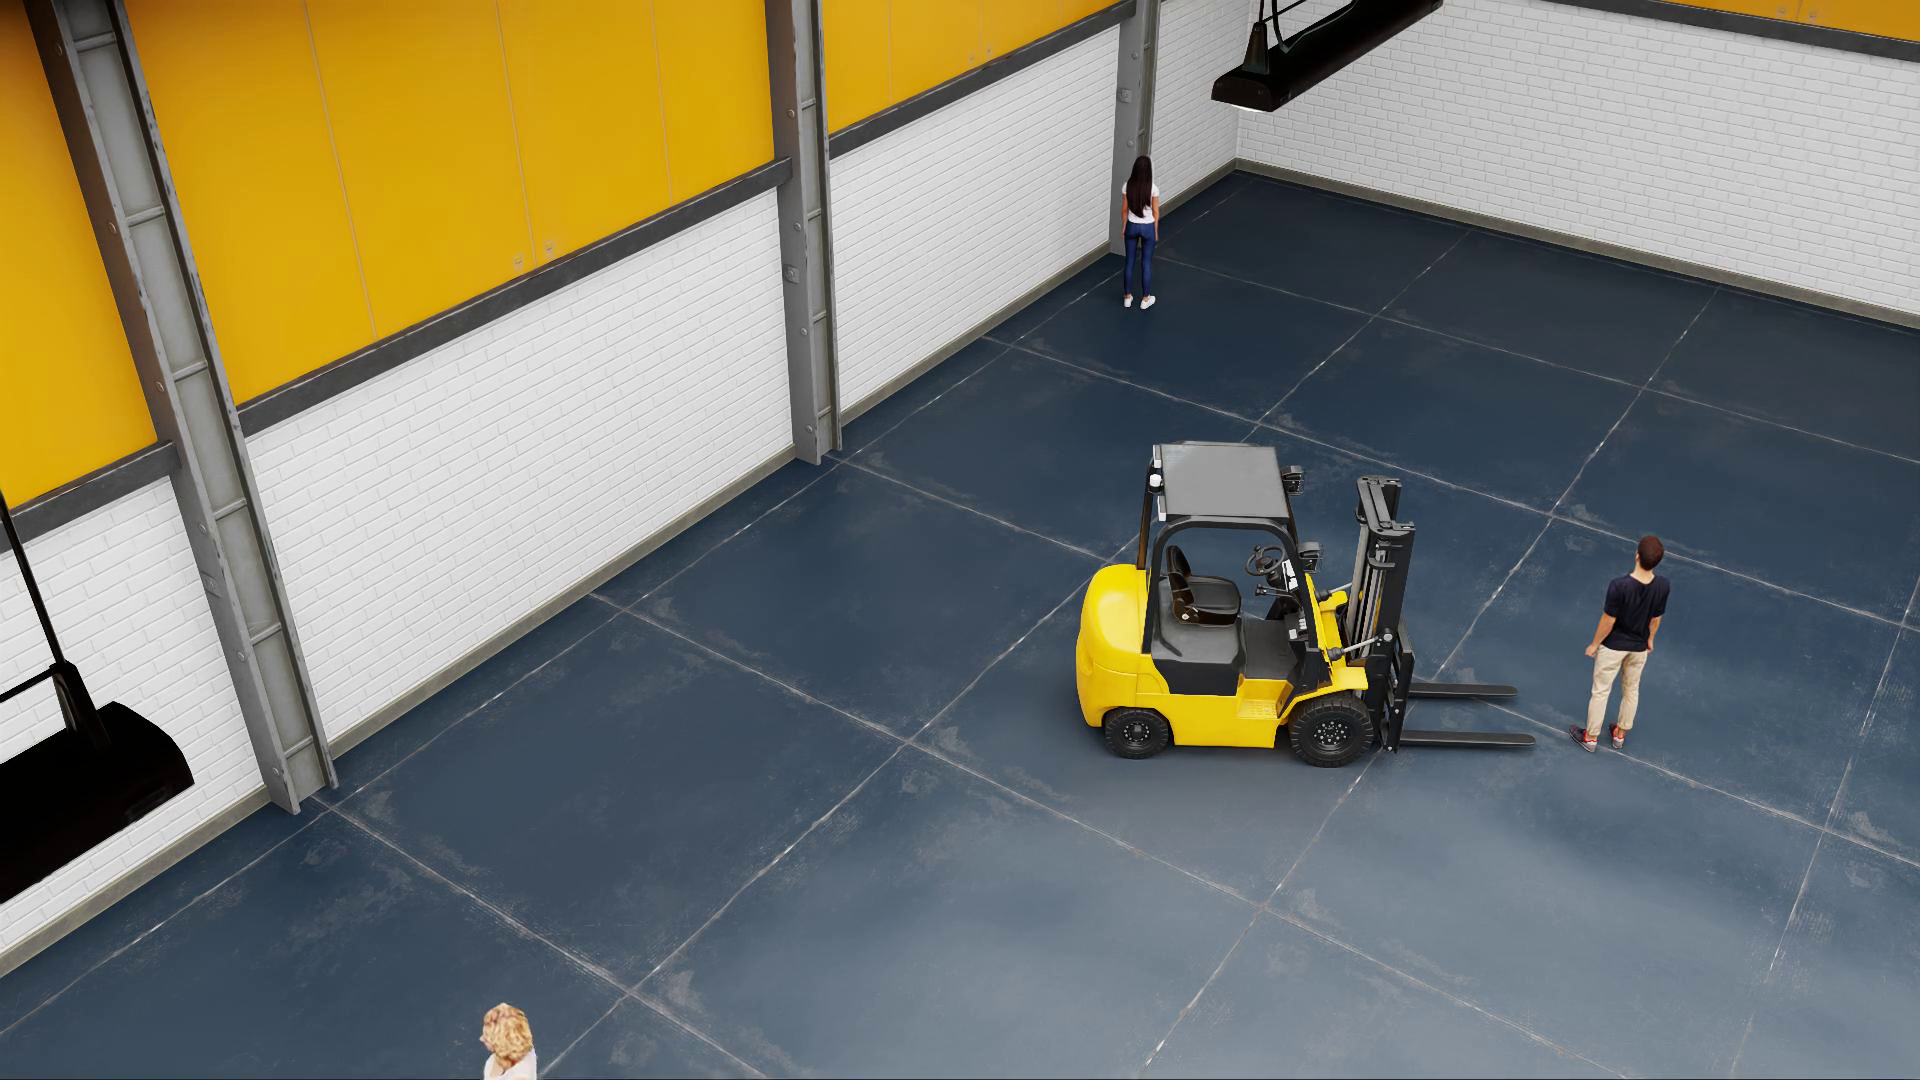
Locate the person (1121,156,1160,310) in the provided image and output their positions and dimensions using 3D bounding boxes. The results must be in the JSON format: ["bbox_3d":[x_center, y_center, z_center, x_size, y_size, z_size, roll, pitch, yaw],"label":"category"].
[{"bbox_3d":[2.016,-3.448,18.641,0.632,1.774,0.582,13,36,19],"label":"person"}]

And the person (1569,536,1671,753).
[{"bbox_3d":[4.884,0.770,12.219,0.708,1.859,0.750,-3,34,-5],"label":"person"}]

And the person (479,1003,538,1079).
[{"bbox_3d":[-2.245,3.097,8.913,1.122,1.642,0.993,-10,35,-15],"label":"person"}]
